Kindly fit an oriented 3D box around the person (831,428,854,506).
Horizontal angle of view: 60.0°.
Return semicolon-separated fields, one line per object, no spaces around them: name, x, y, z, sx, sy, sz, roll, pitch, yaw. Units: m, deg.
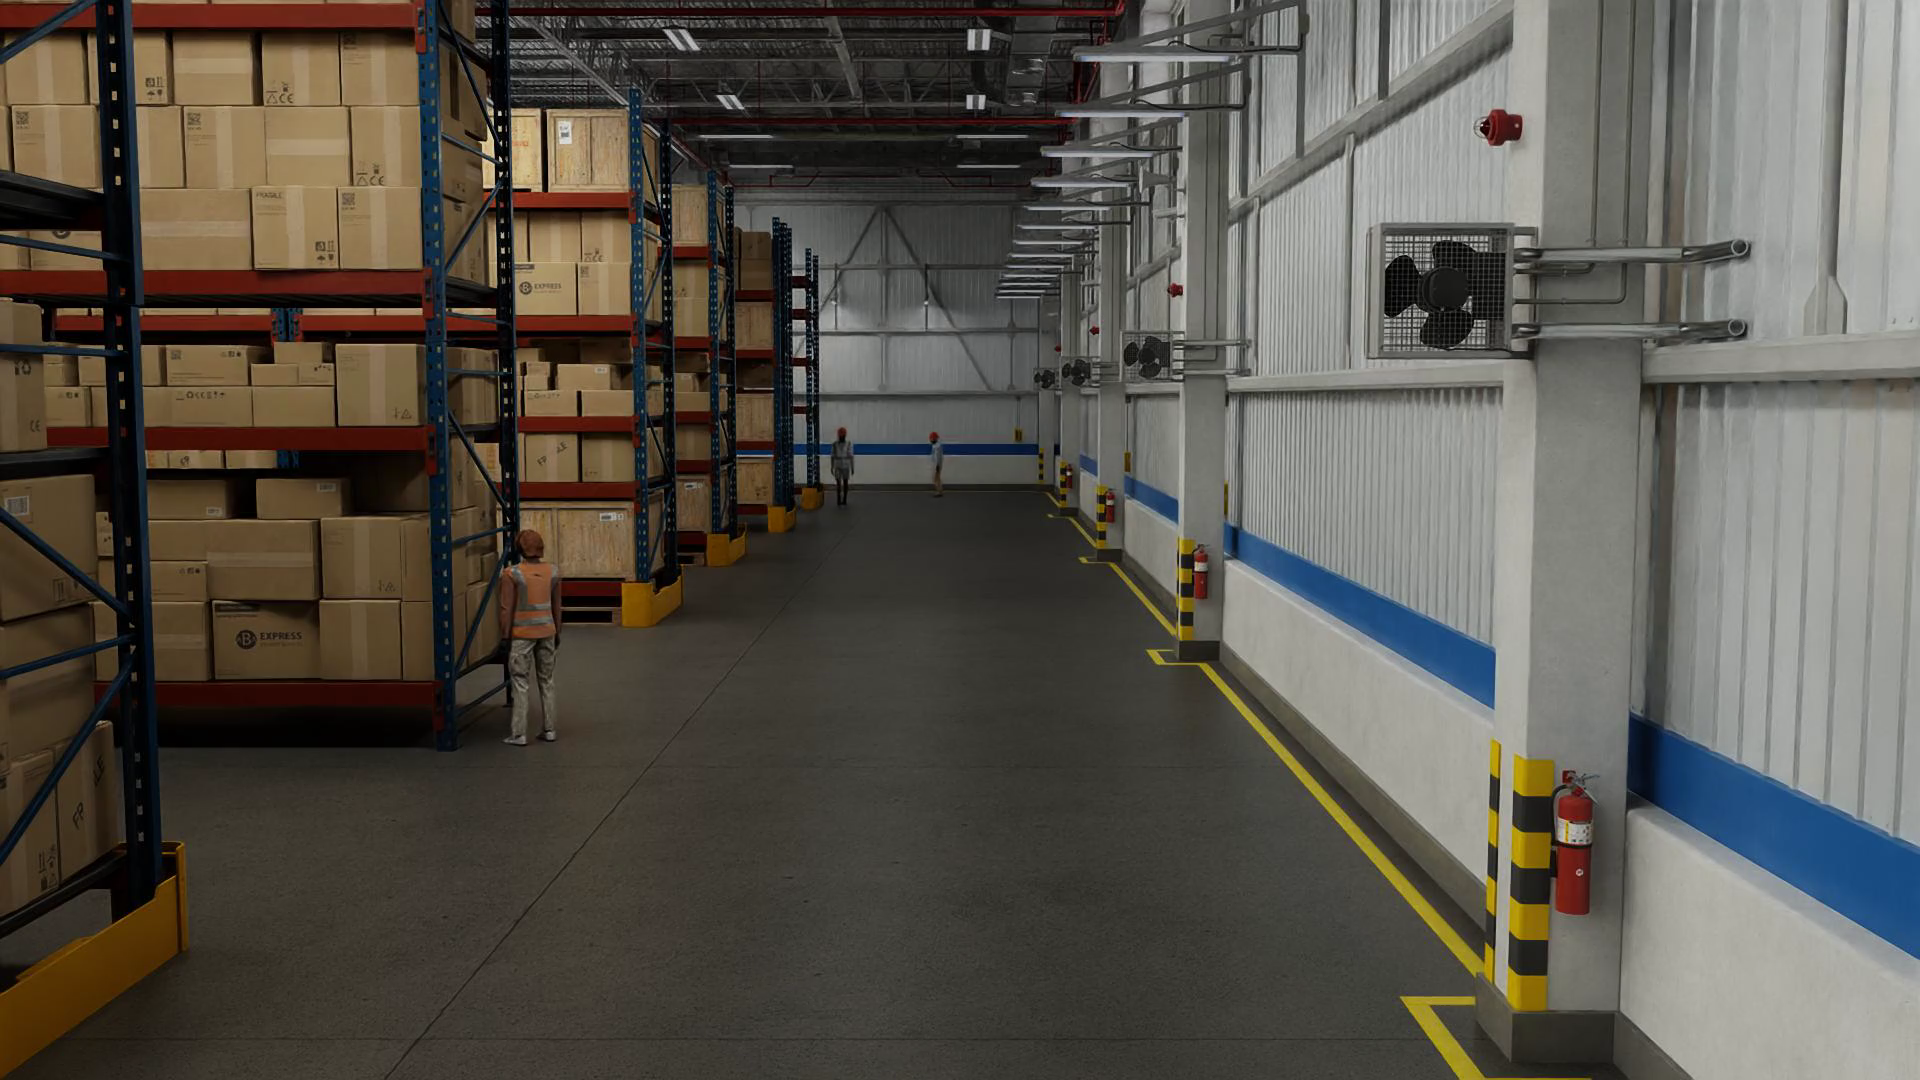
person;-2.836;-1.763;40.172;0.558;1.895;0.974;0;5;-1

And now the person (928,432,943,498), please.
person;-0.642;-1.966;43.422;0.424;1.728;0.602;-1;5;-9

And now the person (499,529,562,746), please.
person;-3.233;0.734;12.566;0.318;1.631;0.524;5;7;43
